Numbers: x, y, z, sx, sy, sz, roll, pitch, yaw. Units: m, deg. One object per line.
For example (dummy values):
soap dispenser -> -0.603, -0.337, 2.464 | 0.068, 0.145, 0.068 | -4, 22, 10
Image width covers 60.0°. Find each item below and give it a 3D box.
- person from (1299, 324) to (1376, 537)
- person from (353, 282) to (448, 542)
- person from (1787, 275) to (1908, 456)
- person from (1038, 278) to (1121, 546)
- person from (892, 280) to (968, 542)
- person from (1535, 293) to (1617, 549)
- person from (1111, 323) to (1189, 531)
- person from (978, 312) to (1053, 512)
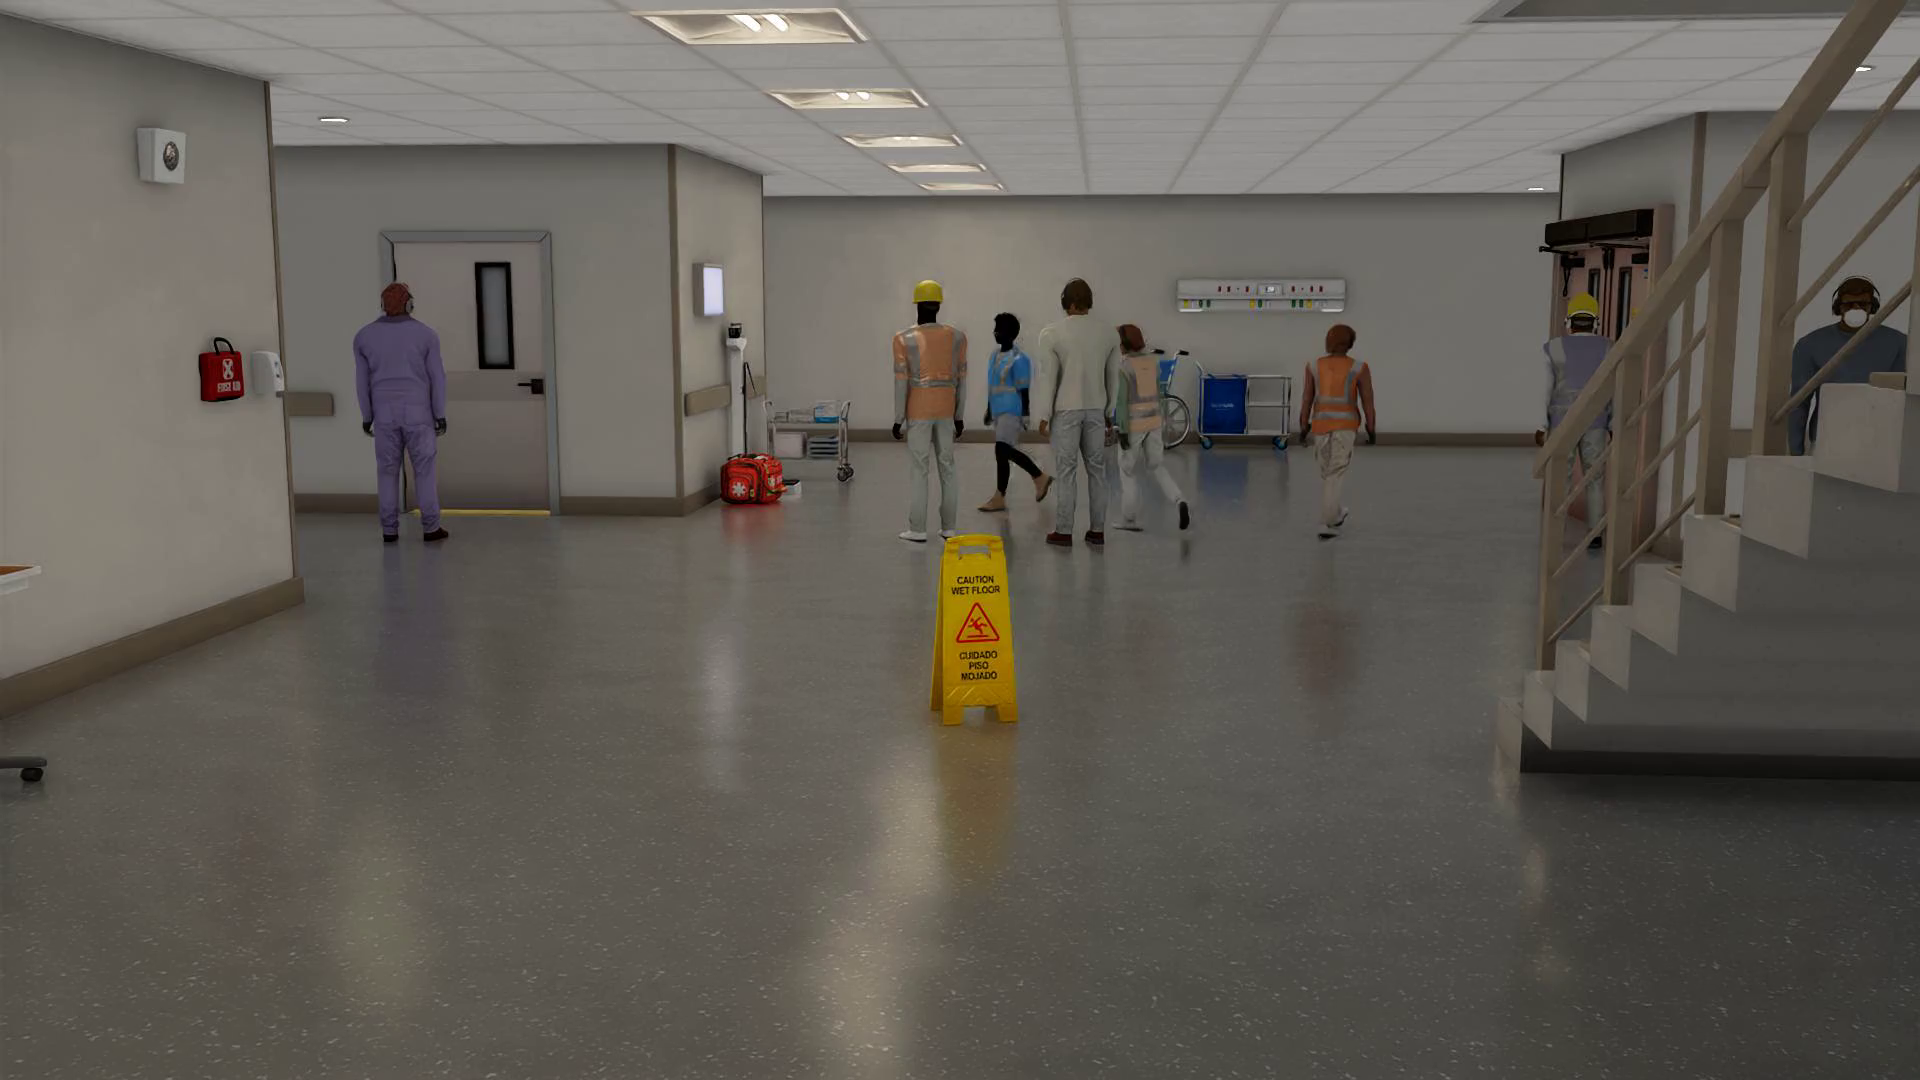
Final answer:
person -> 2.889, -0.836, 12.663 | 0.549, 1.588, 0.882 | 5, 10, 33
person -> -4.101, -0.936, 12.275 | 0.636, 1.910, 0.404 | -1, 8, -4
person -> 5.084, -0.541, 9.539 | 0.635, 1.928, 0.381 | 3, 9, 18
person -> 0.853, -0.917, 12.052 | 0.631, 1.938, 0.369 | -3, 9, -20
person -> -0.232, -0.943, 12.276 | 0.588, 1.923, 0.371 | -4, 9, -26
person -> 4.428, -0.848, 11.929 | 0.596, 1.831, 0.403 | 1, 8, 9
person -> 1.420, -0.839, 12.615 | 0.570, 1.604, 0.671 | -6, 11, -37
person -> 0.482, -1.091, 14.088 | 0.724, 1.677, 0.526 | -4, 9, -26
